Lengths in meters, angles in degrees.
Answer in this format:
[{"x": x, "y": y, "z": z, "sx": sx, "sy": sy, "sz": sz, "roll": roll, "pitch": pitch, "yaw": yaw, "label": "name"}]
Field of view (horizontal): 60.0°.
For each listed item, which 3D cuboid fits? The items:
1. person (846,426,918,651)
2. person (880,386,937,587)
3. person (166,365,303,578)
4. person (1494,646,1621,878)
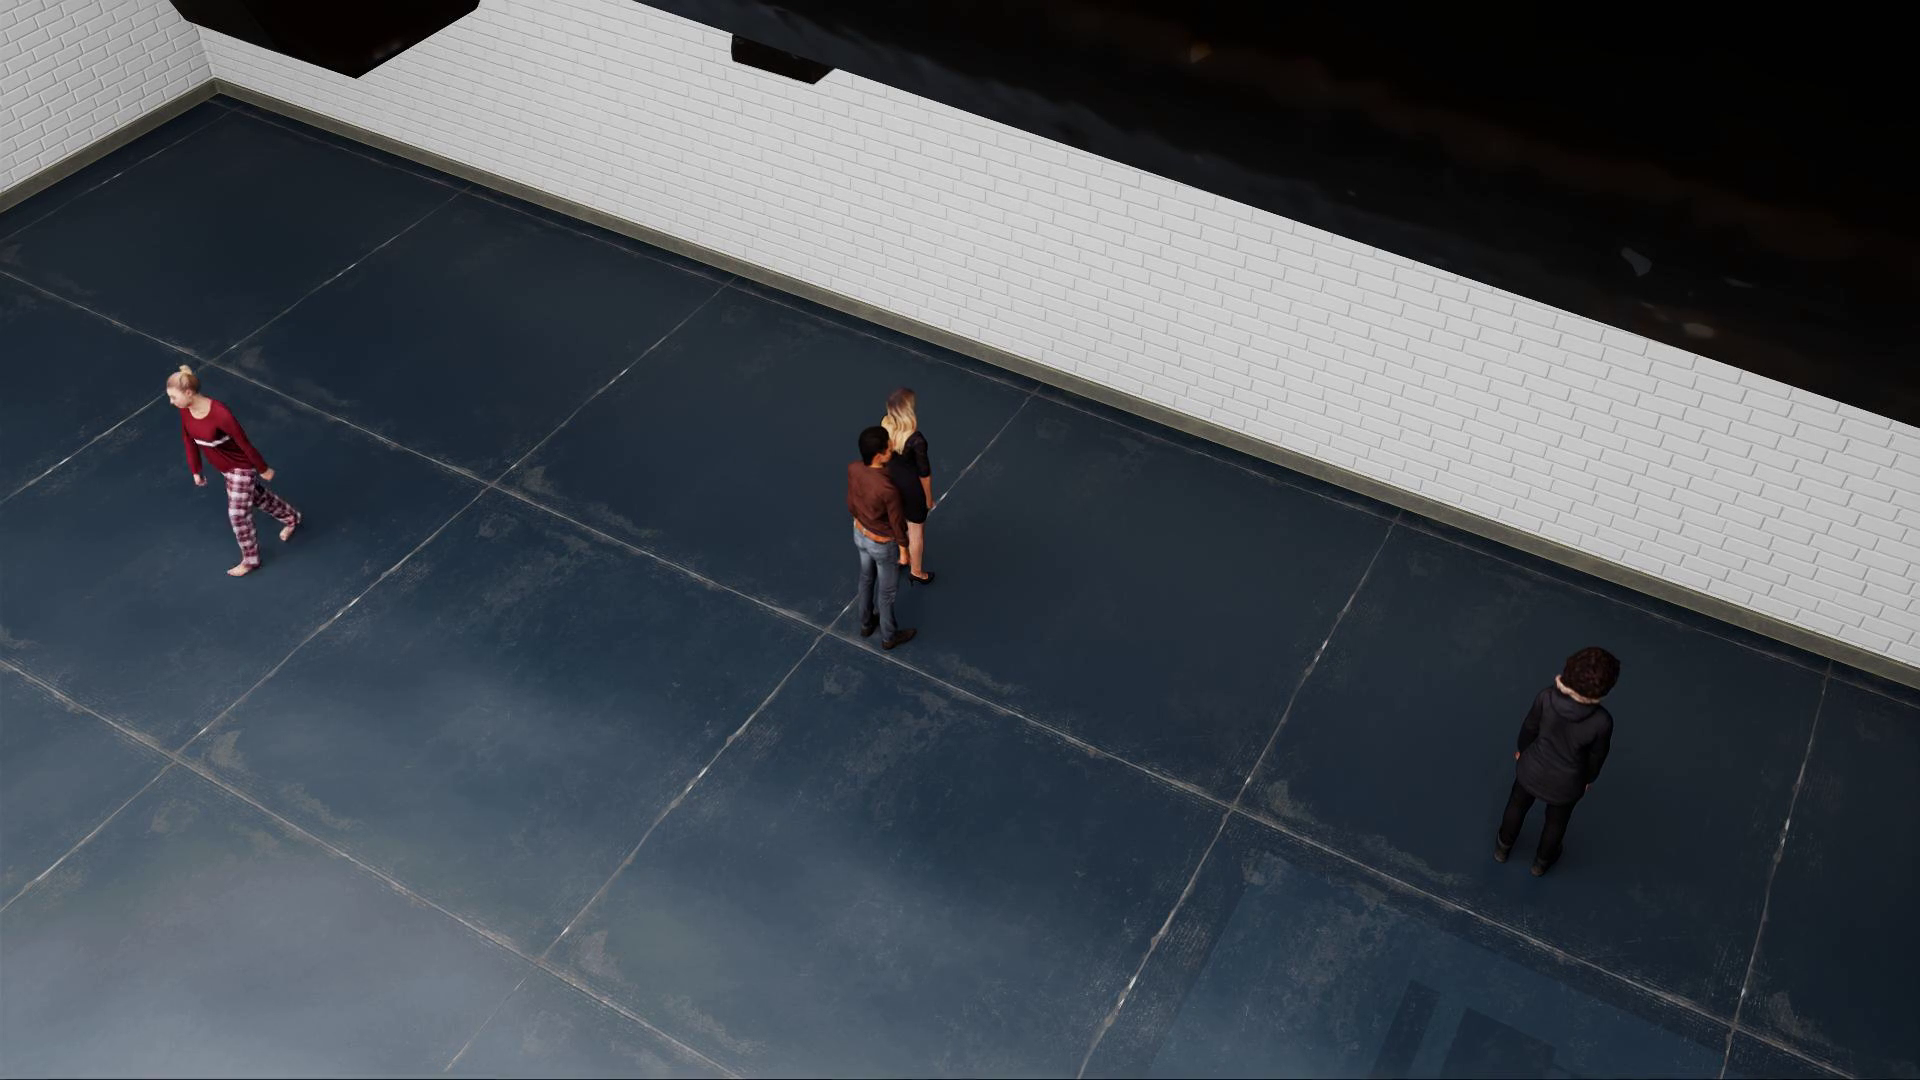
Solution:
[{"x": -0.537, "y": -0.002, "z": 10.735, "sx": 0.616, "sy": 1.778, "sz": 0.697, "roll": -34, "pitch": 53, "yaw": -30, "label": "person"}, {"x": -0.364, "y": -0.360, "z": 11.184, "sx": 0.590, "sy": 1.677, "sz": 0.535, "roll": 34, "pitch": 53, "yaw": 30, "label": "person"}, {"x": -4.909, "y": -0.564, "z": 11.403, "sx": 0.642, "sy": 1.670, "sz": 0.916, "roll": 16, "pitch": 46, "yaw": 16, "label": "person"}, {"x": 3.365, "y": 1.269, "z": 9.400, "sx": 0.626, "sy": 1.778, "sz": 0.576, "roll": 24, "pitch": 49, "yaw": 23, "label": "person"}]
